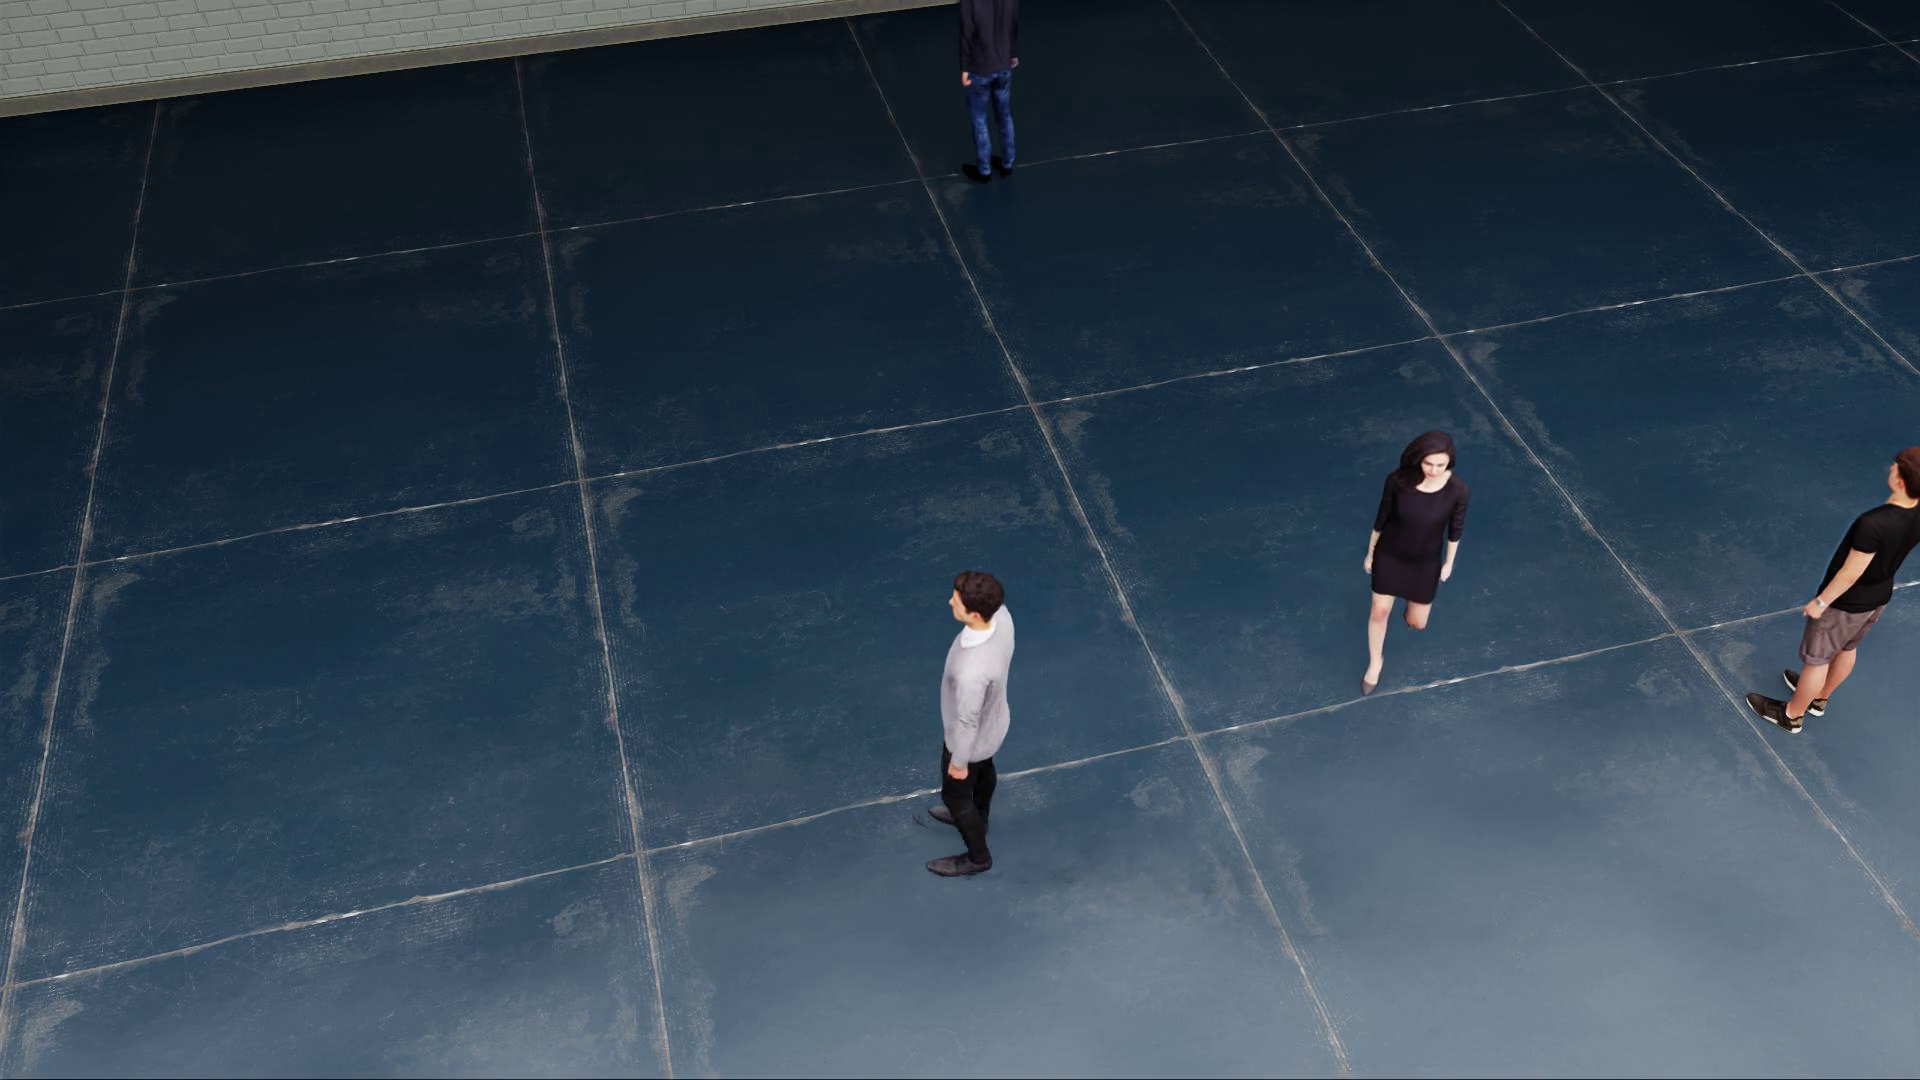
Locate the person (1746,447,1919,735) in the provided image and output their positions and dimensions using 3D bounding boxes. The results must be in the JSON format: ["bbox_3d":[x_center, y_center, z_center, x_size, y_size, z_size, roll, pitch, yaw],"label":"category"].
[{"bbox_3d":[4.597,0.270,8.534,0.731,1.862,0.679,-22,47,-21],"label":"person"}]

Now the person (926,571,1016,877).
[{"bbox_3d":[0.103,0.860,7.855,0.931,1.924,0.812,10,44,10],"label":"person"}]

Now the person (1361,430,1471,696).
[{"bbox_3d":[2.380,0.068,8.805,0.842,1.787,0.938,14,45,14],"label":"person"}]

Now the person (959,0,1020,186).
[{"bbox_3d":[0.221,-3.616,12.688,0.789,1.871,0.760,-23,48,-23],"label":"person"}]
